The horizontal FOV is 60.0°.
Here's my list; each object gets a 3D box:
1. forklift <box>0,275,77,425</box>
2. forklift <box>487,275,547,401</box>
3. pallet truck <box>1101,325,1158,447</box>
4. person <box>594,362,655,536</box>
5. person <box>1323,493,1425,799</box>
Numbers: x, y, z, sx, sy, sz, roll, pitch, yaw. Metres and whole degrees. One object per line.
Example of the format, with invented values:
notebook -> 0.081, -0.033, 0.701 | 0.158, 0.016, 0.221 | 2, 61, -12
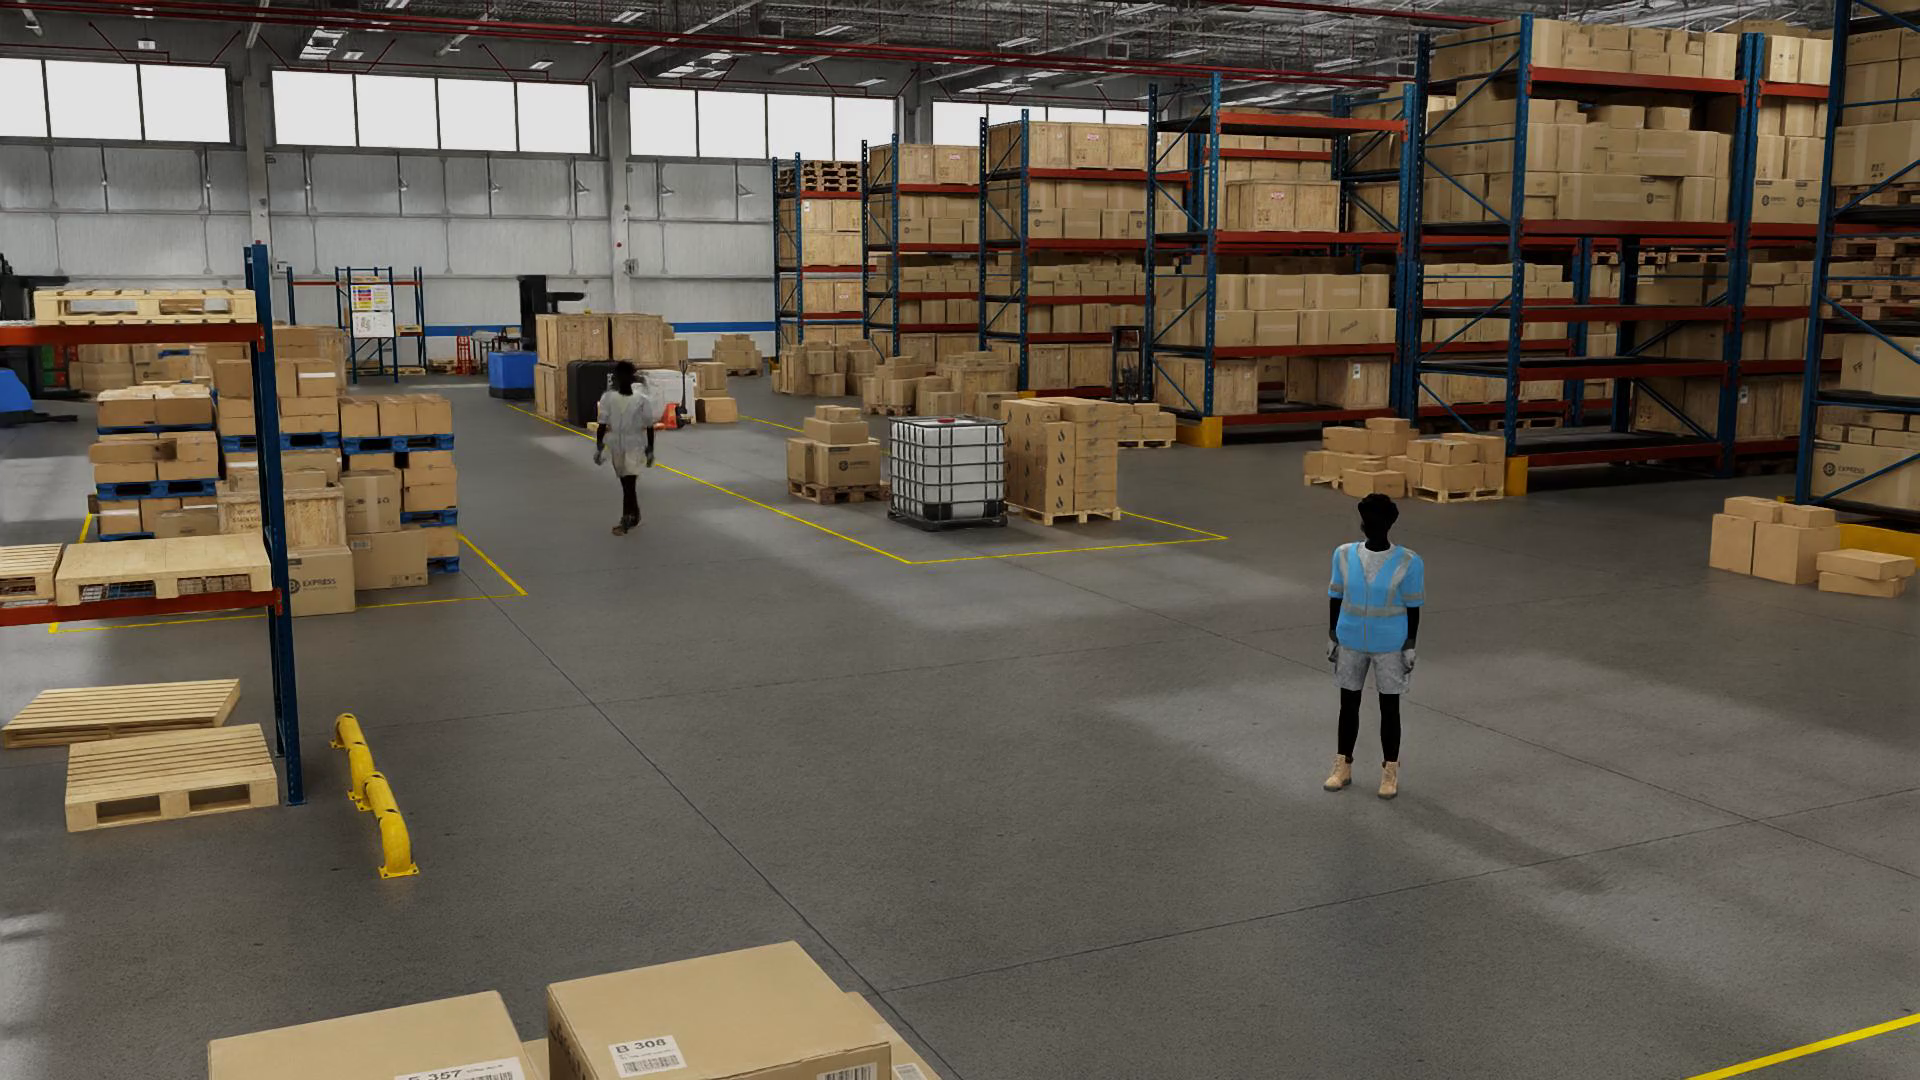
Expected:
forklift -> -17.859, -3.549, 31.106 | 1.129, 2.768, 1.873 | 6, 11, 33
forklift -> -9.637, -4.589, 37.561 | 1.873, 2.768, 1.129 | -7, 11, -36
pallet truck -> 2.881, -2.596, 27.923 | 0.823, 1.965, 1.885 | -1, 9, -7
person -> -3.701, -1.020, 18.439 | 0.600, 1.914, 1.029 | 2, 9, 11
person -> 2.274, 0.578, 9.178 | 0.532, 1.693, 0.319 | 5, 10, 28
